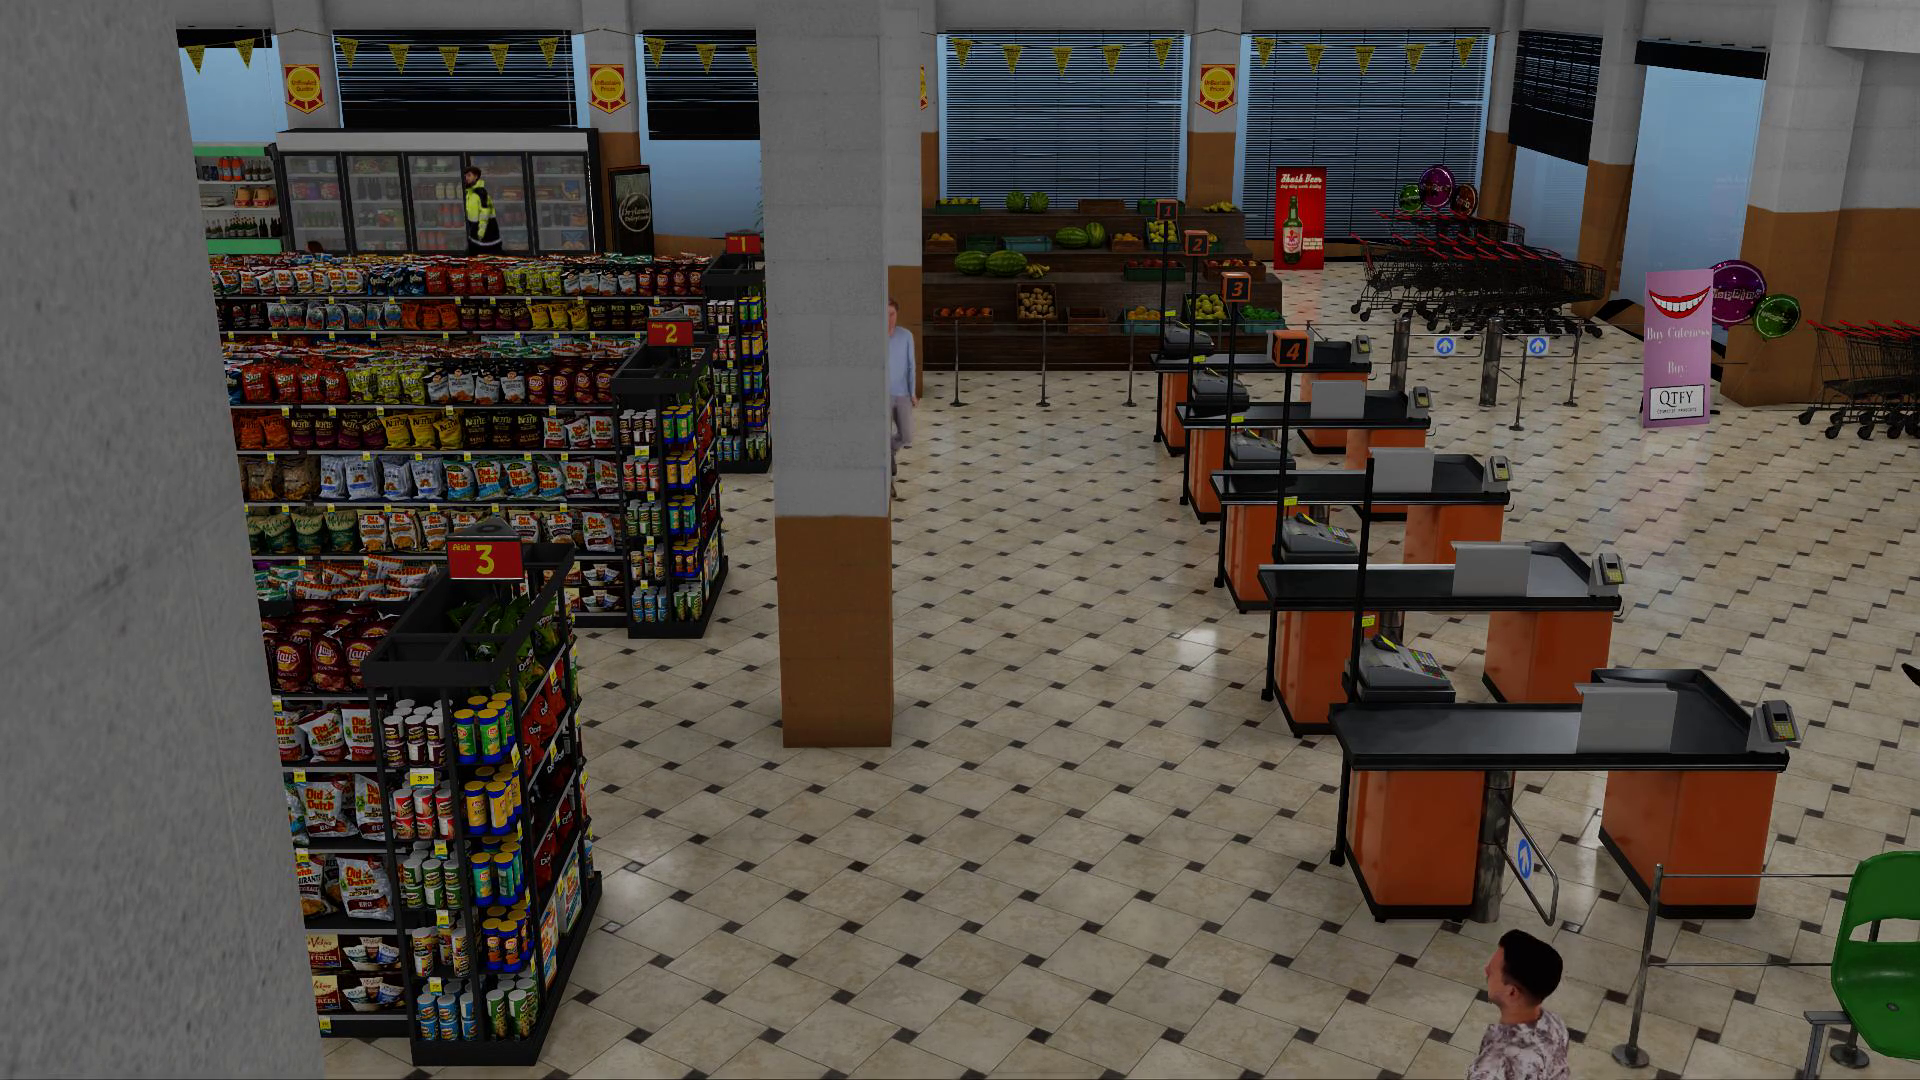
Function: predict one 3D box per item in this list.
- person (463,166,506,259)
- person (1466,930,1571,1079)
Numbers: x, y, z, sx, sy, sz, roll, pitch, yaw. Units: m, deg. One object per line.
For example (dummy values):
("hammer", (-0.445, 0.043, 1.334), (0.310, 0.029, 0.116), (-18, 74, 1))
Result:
("person", (-7.330, -4.814, 25.913), (1.352, 1.923, 1.271), (-16, 24, -39))
("person", (1.852, 2.149, 5.470), (1.174, 1.790, 1.075), (15, 24, 37))
